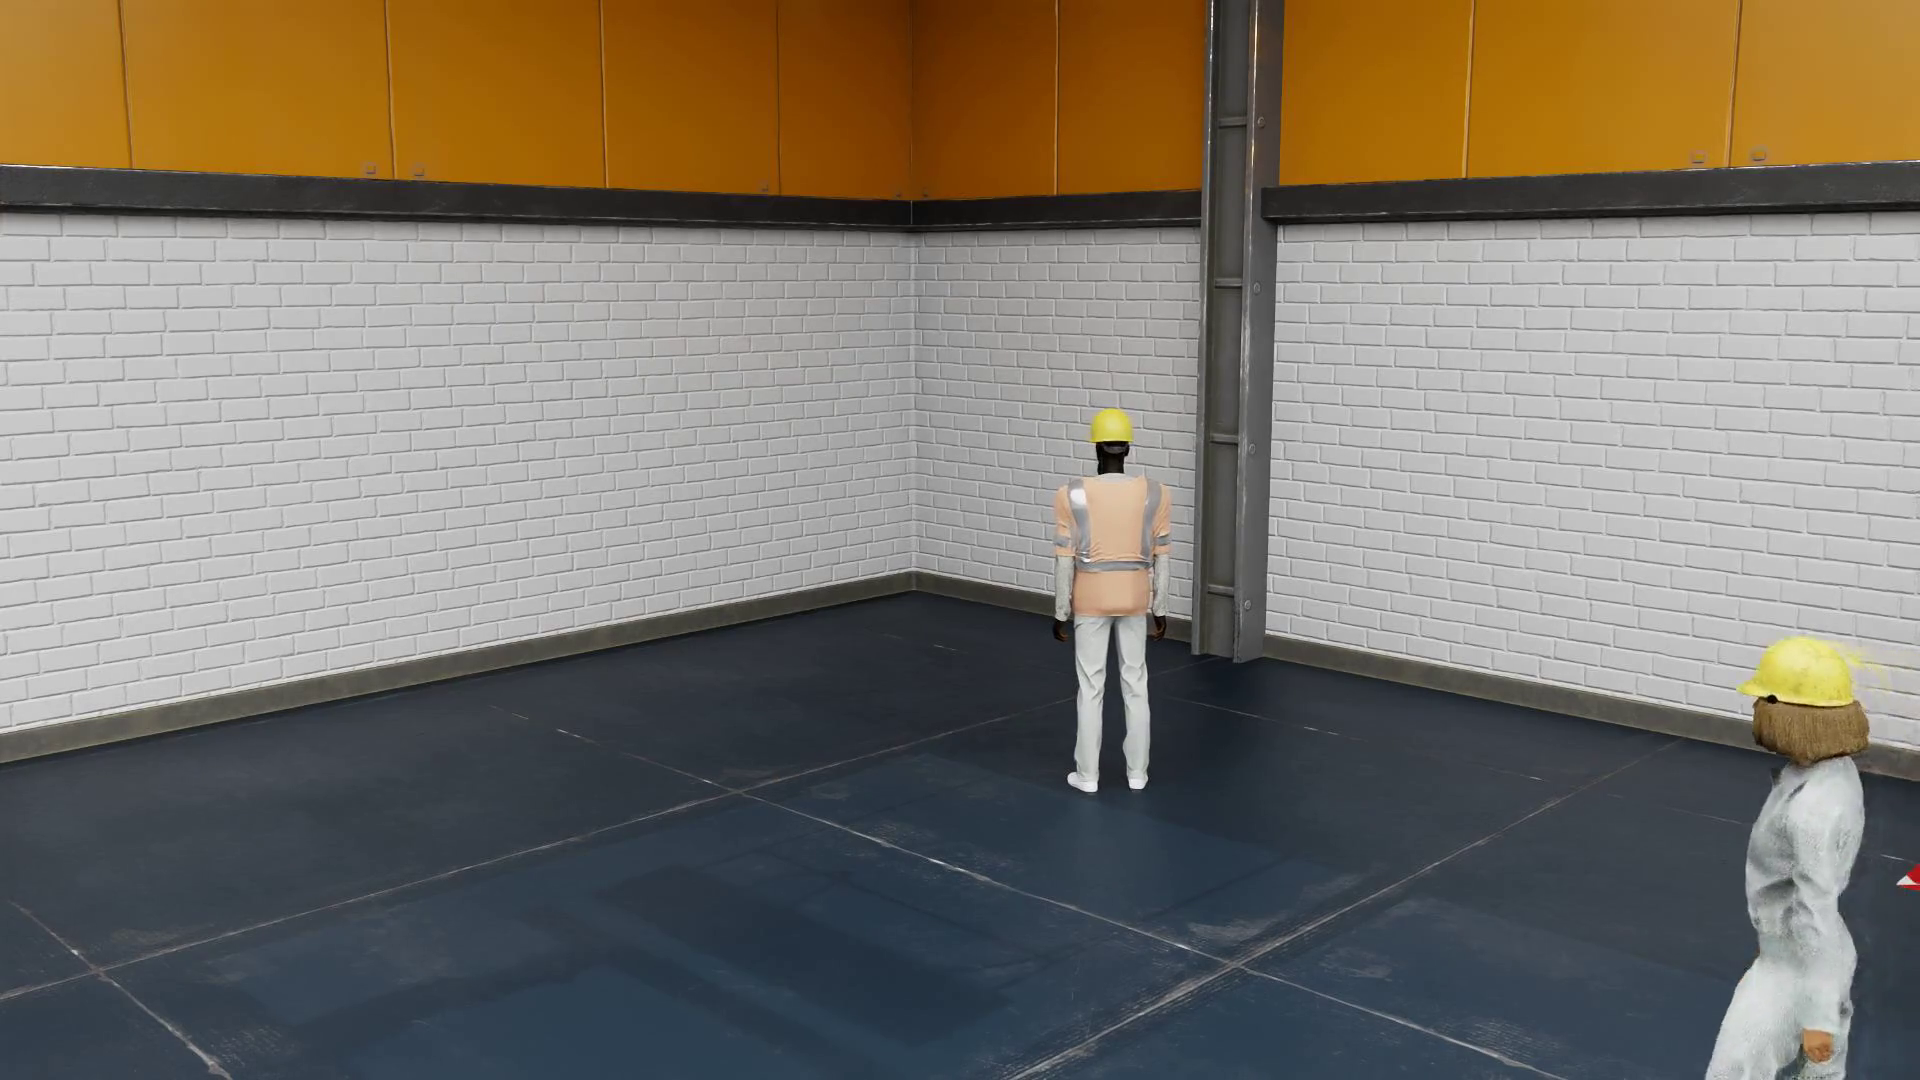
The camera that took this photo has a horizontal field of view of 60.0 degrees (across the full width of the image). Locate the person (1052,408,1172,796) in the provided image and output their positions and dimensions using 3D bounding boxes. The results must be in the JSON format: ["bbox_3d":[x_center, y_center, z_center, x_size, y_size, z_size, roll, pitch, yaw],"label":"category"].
[{"bbox_3d":[0.745,0.310,8.259,0.594,1.924,0.374,-1,9,-8],"label":"person"}]

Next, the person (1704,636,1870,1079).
[{"bbox_3d":[2.166,1.086,4.153,0.756,1.715,0.485,6,11,35],"label":"person"}]
